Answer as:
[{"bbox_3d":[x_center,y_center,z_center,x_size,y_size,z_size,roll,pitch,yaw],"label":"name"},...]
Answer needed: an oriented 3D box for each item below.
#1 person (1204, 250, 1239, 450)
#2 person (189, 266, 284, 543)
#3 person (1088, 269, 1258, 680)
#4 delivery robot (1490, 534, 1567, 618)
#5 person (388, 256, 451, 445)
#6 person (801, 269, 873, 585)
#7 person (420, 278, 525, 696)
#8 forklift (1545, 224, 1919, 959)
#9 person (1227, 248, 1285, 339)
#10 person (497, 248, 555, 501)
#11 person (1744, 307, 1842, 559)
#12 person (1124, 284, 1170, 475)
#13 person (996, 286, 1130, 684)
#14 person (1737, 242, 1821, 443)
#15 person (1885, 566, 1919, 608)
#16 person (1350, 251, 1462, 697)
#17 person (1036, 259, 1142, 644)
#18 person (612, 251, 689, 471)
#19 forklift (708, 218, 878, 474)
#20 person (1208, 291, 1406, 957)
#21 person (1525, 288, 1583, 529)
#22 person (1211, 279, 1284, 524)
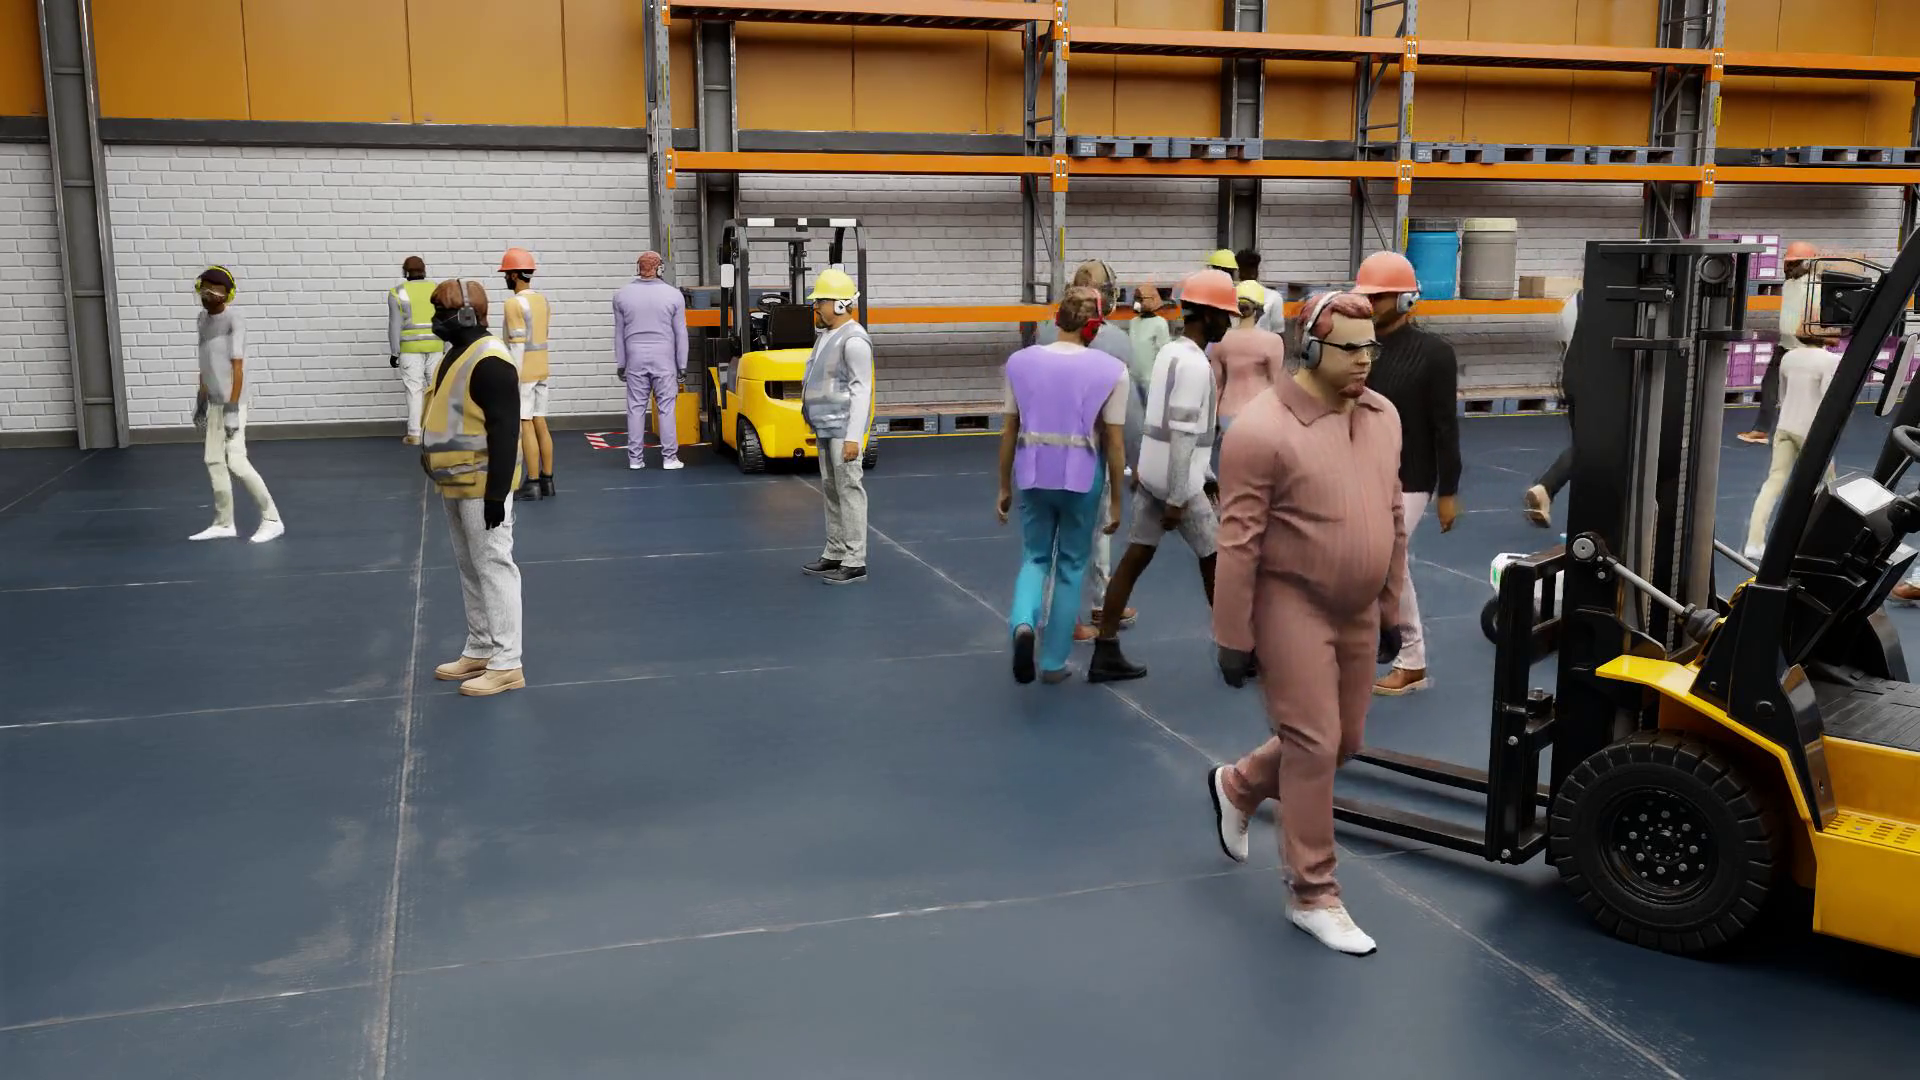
[{"bbox_3d":[2.500,-1.774,15.684,0.886,1.889,0.610,-5,12,-27],"label":"person"},{"bbox_3d":[-4.864,-0.891,11.055,0.603,1.845,0.416,9,14,40],"label":"person"},{"bbox_3d":[1.042,-0.273,7.532,1.009,1.868,0.573,-2,11,-10],"label":"person"},{"bbox_3d":[3.009,0.212,8.229,0.707,0.478,0.477,5,12,27],"label":"delivery robot"},{"bbox_3d":[-5.281,-1.848,16.268,0.621,1.838,0.429,-8,13,-37],"label":"person"},{"bbox_3d":[-0.726,-0.661,9.769,0.404,1.832,0.598,-5,11,-25],"label":"person"},{"bbox_3d":[-2.172,-0.236,7.411,0.429,1.841,0.633,-7,12,-34],"label":"person"},{"bbox_3d":[2.909,0.117,4.508,2.313,2.155,1.214,9,14,40],"label":"forklift"},{"bbox_3d":[2.494,-1.553,14.384,0.627,1.934,0.749,3,11,17],"label":"person"},{"bbox_3d":[-3.358,-1.267,12.798,0.364,1.935,0.553,2,11,13],"label":"person"},{"bbox_3d":[5.314,-0.660,10.412,0.853,1.583,0.519,-3,11,-18],"label":"person"},{"bbox_3d":[1.554,-1.330,13.984,0.283,1.633,0.497,-7,12,-32],"label":"person"},{"bbox_3d":[0.437,-0.212,7.357,0.591,1.812,0.581,3,11,17],"label":"person"},{"bbox_3d":[7.954,-1.876,16.048,0.836,1.964,0.654,-1,10,-7],"label":"person"},{"bbox_3d":[5.591,-0.512,8.848,1.054,1.886,0.632,1,10,6],"label":"person"},{"bbox_3d":[1.728,-0.239,7.118,0.973,1.947,0.642,-7,13,-34],"label":"person"},{"bbox_3d":[0.717,-0.437,8.332,0.827,1.902,0.665,-7,12,-32],"label":"person"},{"bbox_3d":[-2.671,-1.546,14.444,0.646,1.900,0.403,0,10,1],"label":"person"},{"bbox_3d":[-1.522,-1.778,14.899,1.214,2.155,2.313,-3,11,-17],"label":"forklift"},{"bbox_3d":[1.000,0.202,4.915,0.657,1.877,0.771,-7,13,-34],"label":"person"},{"bbox_3d":[4.245,-1.003,11.069,0.732,2.000,0.686,-5,11,-24],"label":"person"},{"bbox_3d":[1.807,-0.782,10.631,0.540,1.749,0.578,9,13,40],"label":"person"}]
